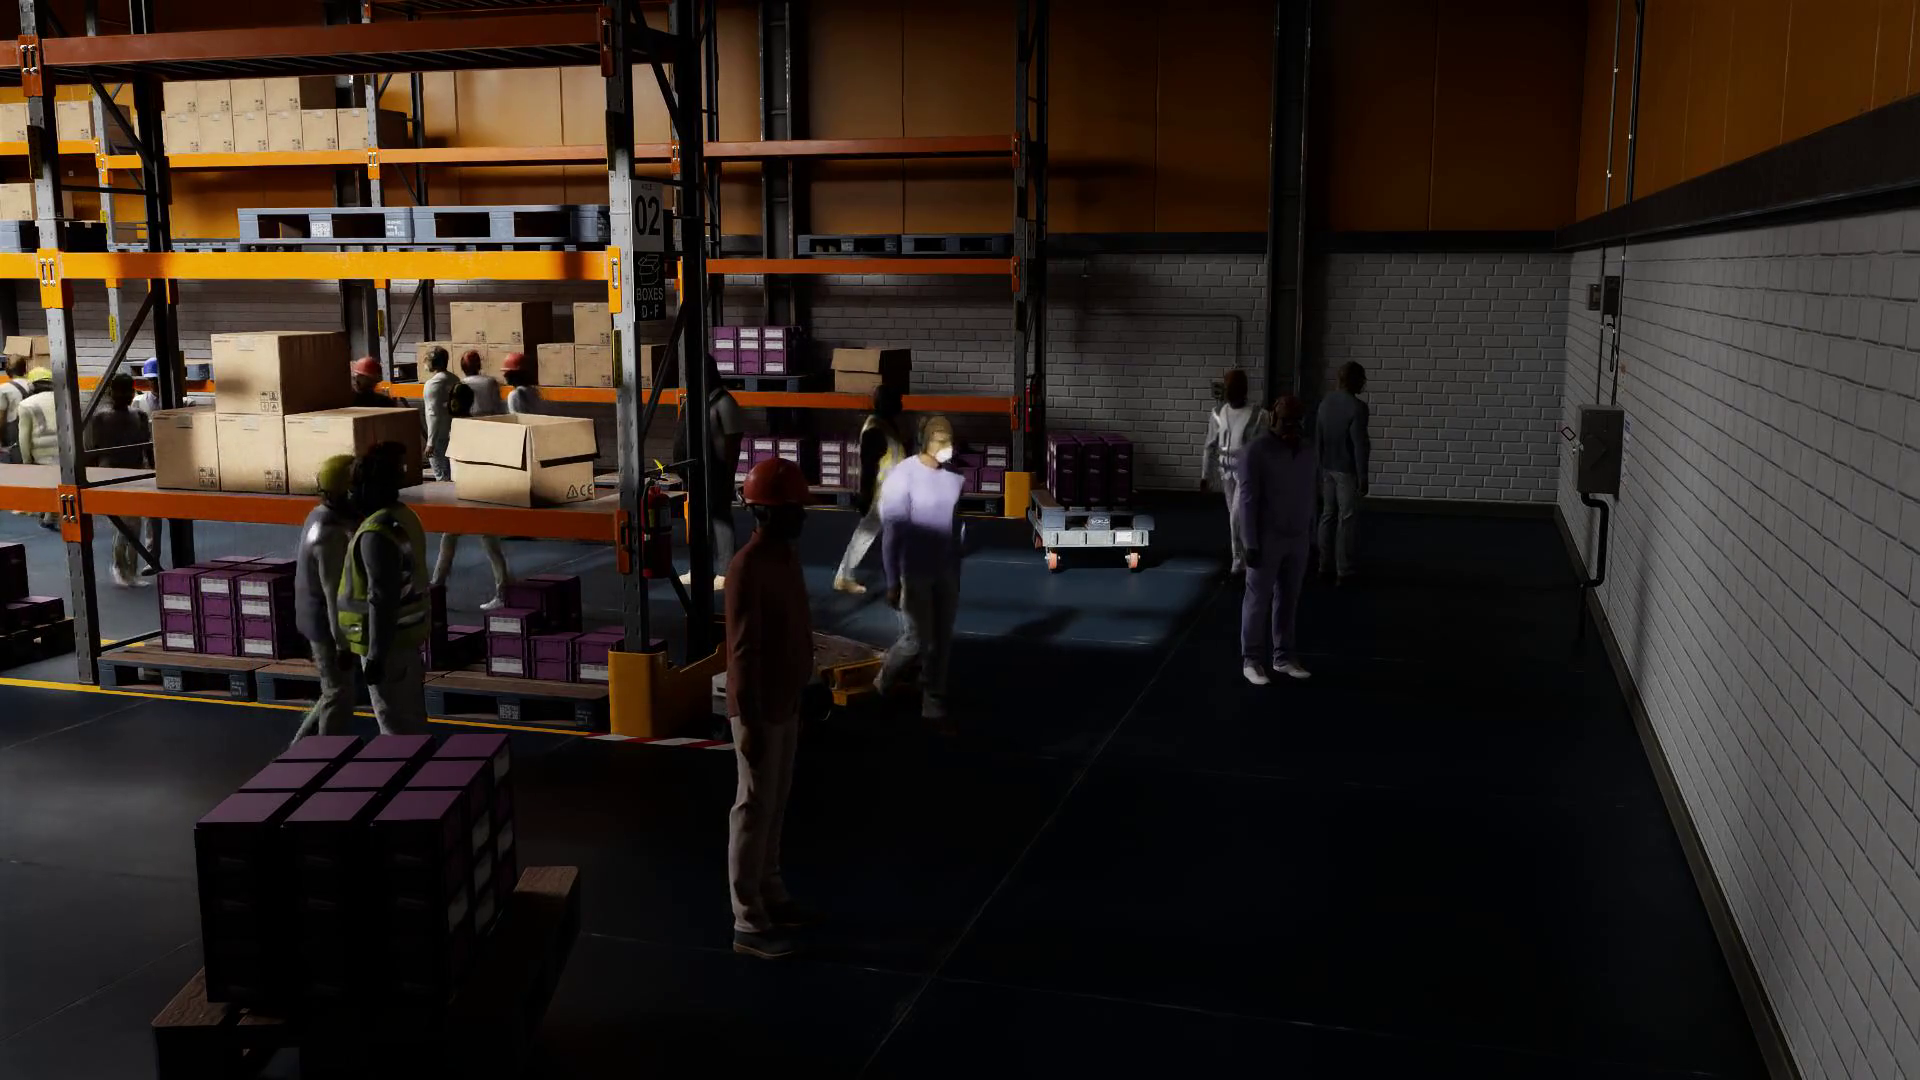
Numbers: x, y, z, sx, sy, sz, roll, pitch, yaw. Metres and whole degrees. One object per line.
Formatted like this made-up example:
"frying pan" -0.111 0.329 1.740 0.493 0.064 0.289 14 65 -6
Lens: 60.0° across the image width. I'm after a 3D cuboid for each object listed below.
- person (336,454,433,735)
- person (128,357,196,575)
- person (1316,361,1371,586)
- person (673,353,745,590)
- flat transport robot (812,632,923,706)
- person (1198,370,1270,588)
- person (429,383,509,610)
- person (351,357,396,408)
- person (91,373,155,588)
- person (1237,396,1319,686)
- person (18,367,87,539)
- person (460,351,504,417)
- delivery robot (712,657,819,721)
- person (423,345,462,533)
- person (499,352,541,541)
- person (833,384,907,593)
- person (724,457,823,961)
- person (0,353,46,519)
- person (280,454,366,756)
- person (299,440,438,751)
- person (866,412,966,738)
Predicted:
"person" -2.807 0.499 8.131 0.430 1.843 0.625 -1 9 -6
"person" -7.111 -0.659 14.861 0.602 1.949 0.387 -2 10 -14
"person" 3.314 -0.573 14.369 0.351 1.936 0.634 -4 10 -23
"person" -2.189 -0.596 14.194 0.688 2.000 0.536 9 13 43
"flat transport robot" -0.901 0.815 10.971 0.652 0.197 1.431 -8 12 -39
"person" 2.340 -0.523 14.303 0.767 1.856 0.578 -8 12 -41
"person" -3.999 -0.337 13.278 0.957 1.826 0.518 3 10 18
"person" -5.455 -0.684 15.071 0.699 1.934 1.031 -3 10 -19
"person" -7.091 -0.498 14.183 0.416 1.847 0.543 5 11 29
"person" 2.129 -0.001 10.992 0.640 1.904 0.401 -5 11 -29
"person" -9.248 -0.895 16.984 1.087 1.743 0.607 6 11 33
"person" -5.311 -1.134 18.095 0.970 1.832 0.600 9 13 43
"delivery robot" -1.132 0.836 9.703 0.477 0.478 0.707 5 11 28
"person" -5.354 -1.040 17.213 0.373 1.940 0.630 1 9 7
"person" -4.193 -0.904 16.497 0.791 1.909 0.557 1 9 7
"person" -0.631 -0.405 13.812 0.984 1.791 0.626 1 9 4
"person" -0.745 0.659 6.687 0.395 1.994 0.612 2 9 11
"person" -10.131 -1.117 18.077 0.815 1.822 0.512 4 10 25
"person" -3.263 0.442 8.630 0.544 1.797 0.625 -4 10 -21
"person" -3.204 0.359 9.052 0.754 1.820 0.580 1 9 9
"person" -0.235 0.202 9.704 0.512 1.918 0.646 8 12 41
